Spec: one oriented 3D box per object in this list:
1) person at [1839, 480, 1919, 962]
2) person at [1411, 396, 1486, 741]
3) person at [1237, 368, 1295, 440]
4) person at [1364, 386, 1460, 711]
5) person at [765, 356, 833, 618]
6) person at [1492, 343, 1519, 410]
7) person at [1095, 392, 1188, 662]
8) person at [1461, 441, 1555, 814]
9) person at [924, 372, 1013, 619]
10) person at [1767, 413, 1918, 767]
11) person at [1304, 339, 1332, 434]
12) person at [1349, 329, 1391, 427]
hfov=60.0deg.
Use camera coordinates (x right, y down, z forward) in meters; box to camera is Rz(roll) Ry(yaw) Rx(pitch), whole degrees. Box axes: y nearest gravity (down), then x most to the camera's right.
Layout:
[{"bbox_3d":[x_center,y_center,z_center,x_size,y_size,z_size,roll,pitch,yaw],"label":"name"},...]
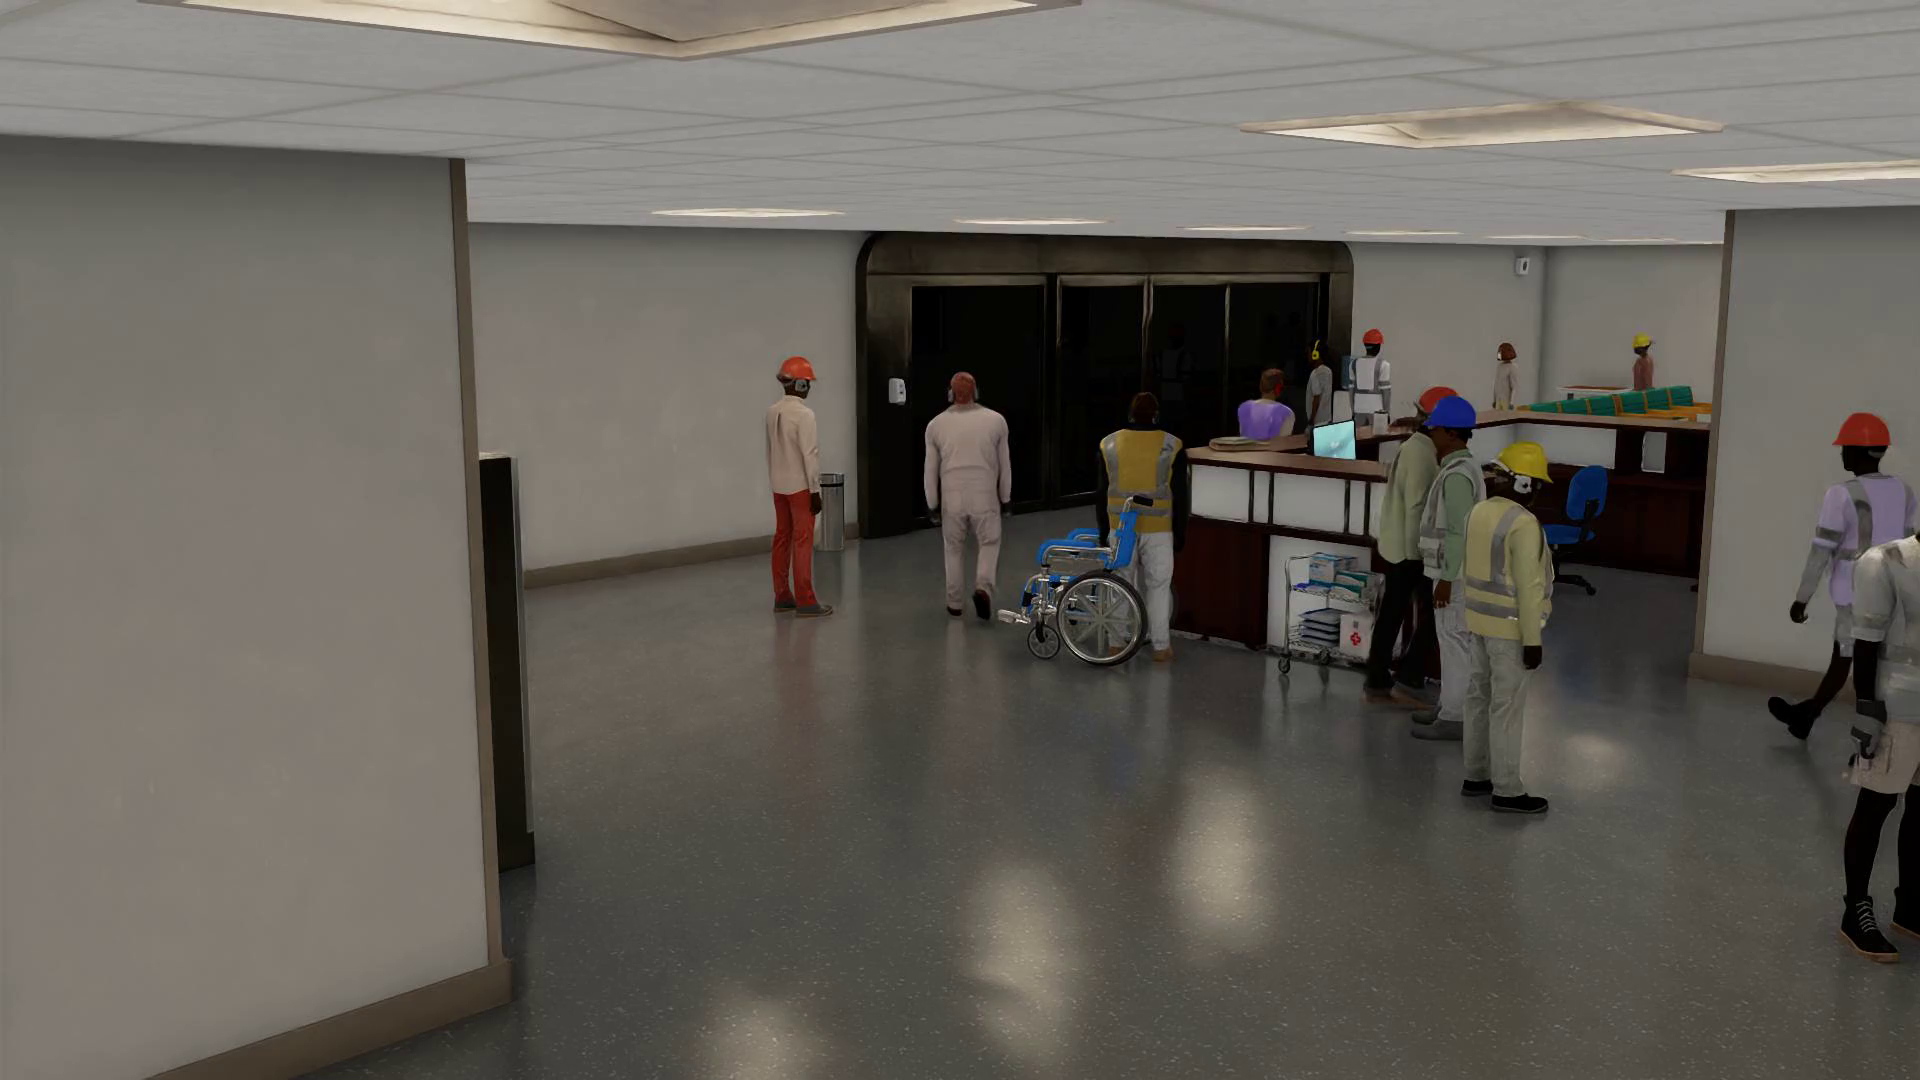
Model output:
[{"bbox_3d":[3.708,0.643,6.415,0.604,1.959,0.379,-2,10,-14],"label":"person"},{"bbox_3d":[2.769,0.160,9.402,0.389,1.949,0.604,3,10,18],"label":"person"},{"bbox_3d":[2.631,-0.591,14.443,0.566,1.810,0.936,7,12,38],"label":"person"},{"bbox_3d":[2.737,0.058,9.983,0.569,1.956,0.685,1,9,3],"label":"person"},{"bbox_3d":[-1.249,-0.404,12.723,0.380,1.995,0.608,-8,12,-40],"label":"person"},{"bbox_3d":[7.580,-1.927,23.166,0.283,1.634,0.498,-2,9,-11],"label":"person"},{"bbox_3d":[1.230,-0.086,11.288,0.633,1.836,0.429,3,10,17],"label":"person"},{"bbox_3d":[2.697,0.422,8.193,0.404,1.822,0.589,-2,9,-10],"label":"person"},{"bbox_3d":[0.061,-0.327,12.572,0.682,1.889,0.659,0,9,3],"label":"person"},{"bbox_3d":[4.776,0.262,8.972,0.566,1.879,1.010,-4,10,-23],"label":"person"},{"bbox_3d":[3.994,-1.312,18.682,0.326,1.871,0.520,5,10,28],"label":"person"},{"bbox_3d":[4.953,-1.573,20.070,0.544,1.939,0.354,8,12,42],"label":"person"}]
